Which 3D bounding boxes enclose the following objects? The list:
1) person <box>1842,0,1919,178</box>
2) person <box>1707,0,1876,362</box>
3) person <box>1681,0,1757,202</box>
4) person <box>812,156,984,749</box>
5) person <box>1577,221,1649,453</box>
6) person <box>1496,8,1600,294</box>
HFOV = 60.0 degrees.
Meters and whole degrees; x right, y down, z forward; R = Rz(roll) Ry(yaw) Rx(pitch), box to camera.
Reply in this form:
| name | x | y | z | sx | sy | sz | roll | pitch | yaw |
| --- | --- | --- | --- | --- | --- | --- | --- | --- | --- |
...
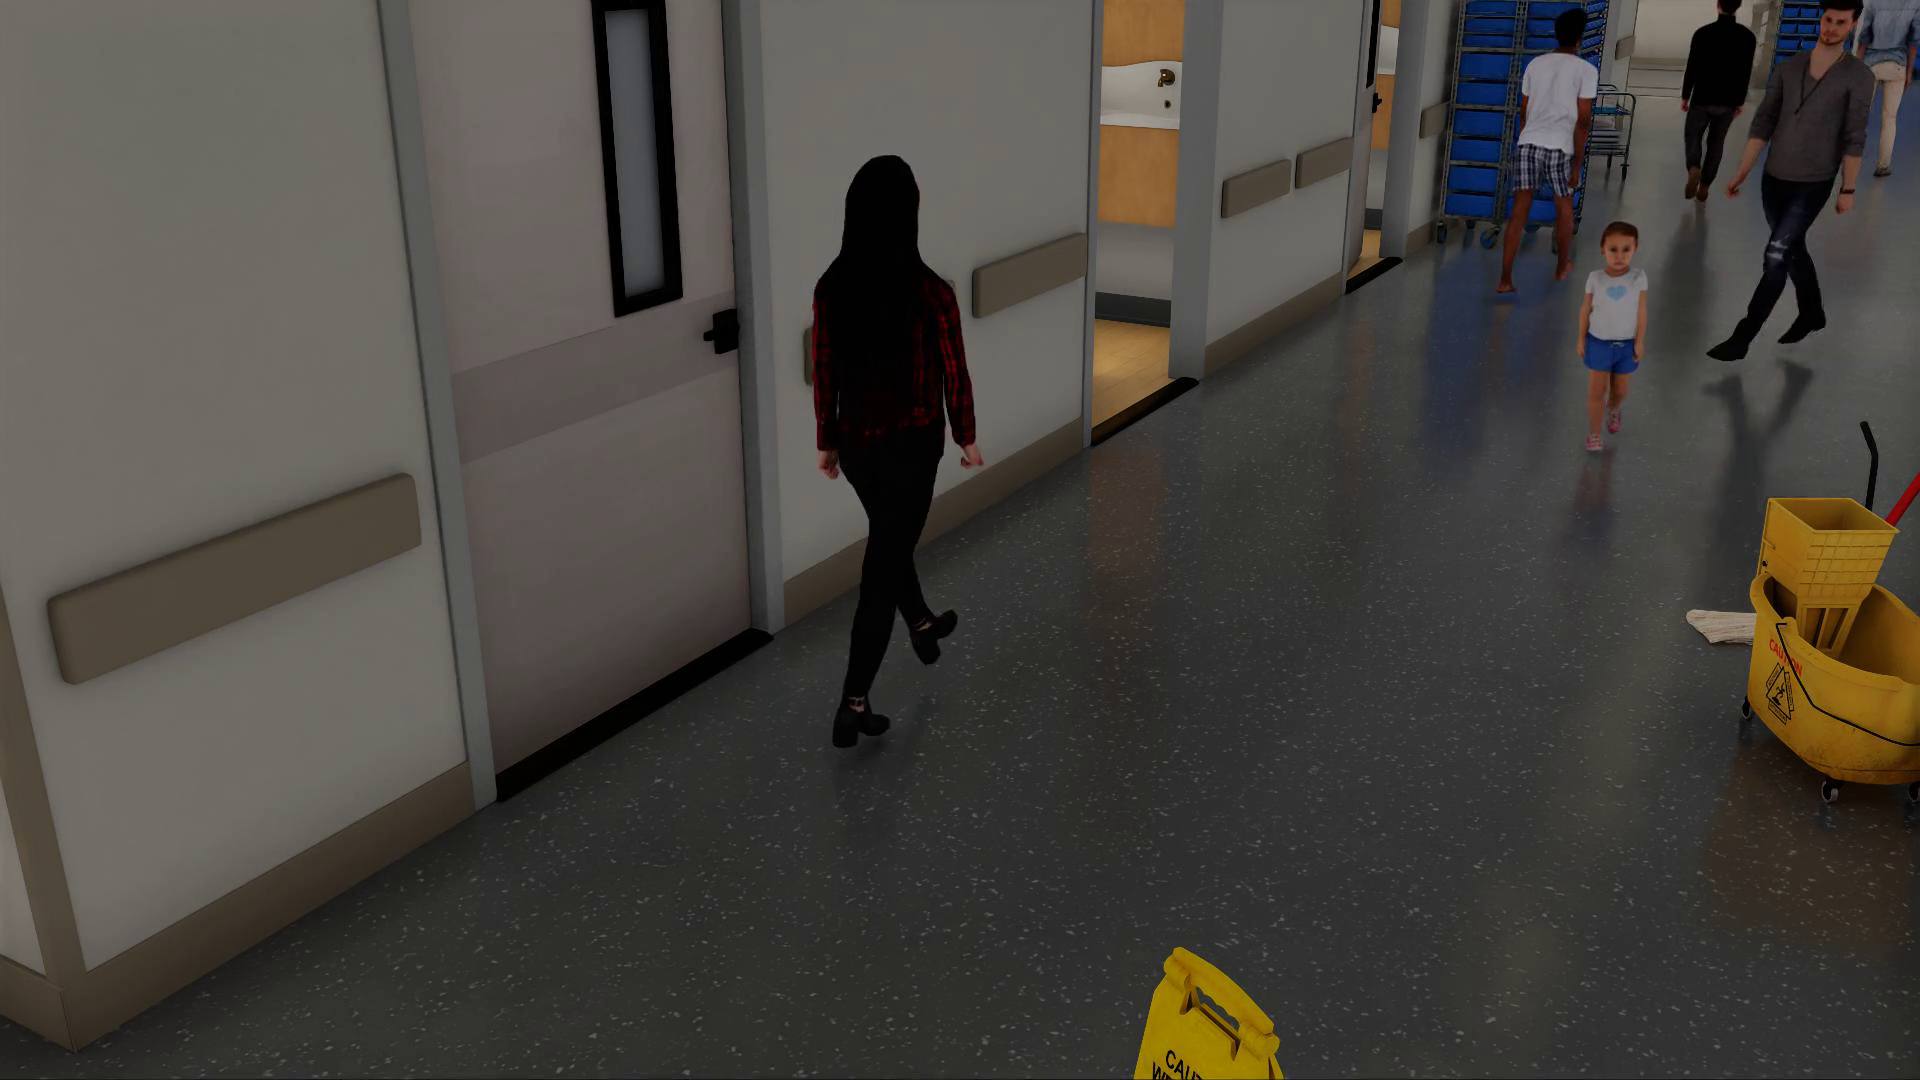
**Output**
| name | x | y | z | sx | sy | sz | roll | pitch | yaw |
| --- | --- | --- | --- | --- | --- | --- | --- | --- | --- |
| person | 8.313 | -4.234 | 14.980 | 0.647 | 1.847 | 0.523 | 11 | 23 | 27 |
| person | 4.445 | -1.860 | 8.708 | 1.351 | 1.848 | 1.127 | -11 | 23 | -27 |
| person | 6.123 | -3.586 | 13.464 | 0.740 | 1.709 | 0.886 | 7 | 22 | 17 |
| person | -0.236 | -0.194 | 4.629 | 0.580 | 1.623 | 0.992 | 11 | 24 | 28 |
| person | 2.899 | -0.906 | 7.369 | 0.475 | 1.013 | 0.631 | 9 | 22 | 21 |
| person | 3.535 | -2.310 | 10.123 | 0.764 | 1.688 | 1.168 | 15 | 26 | 35 |
